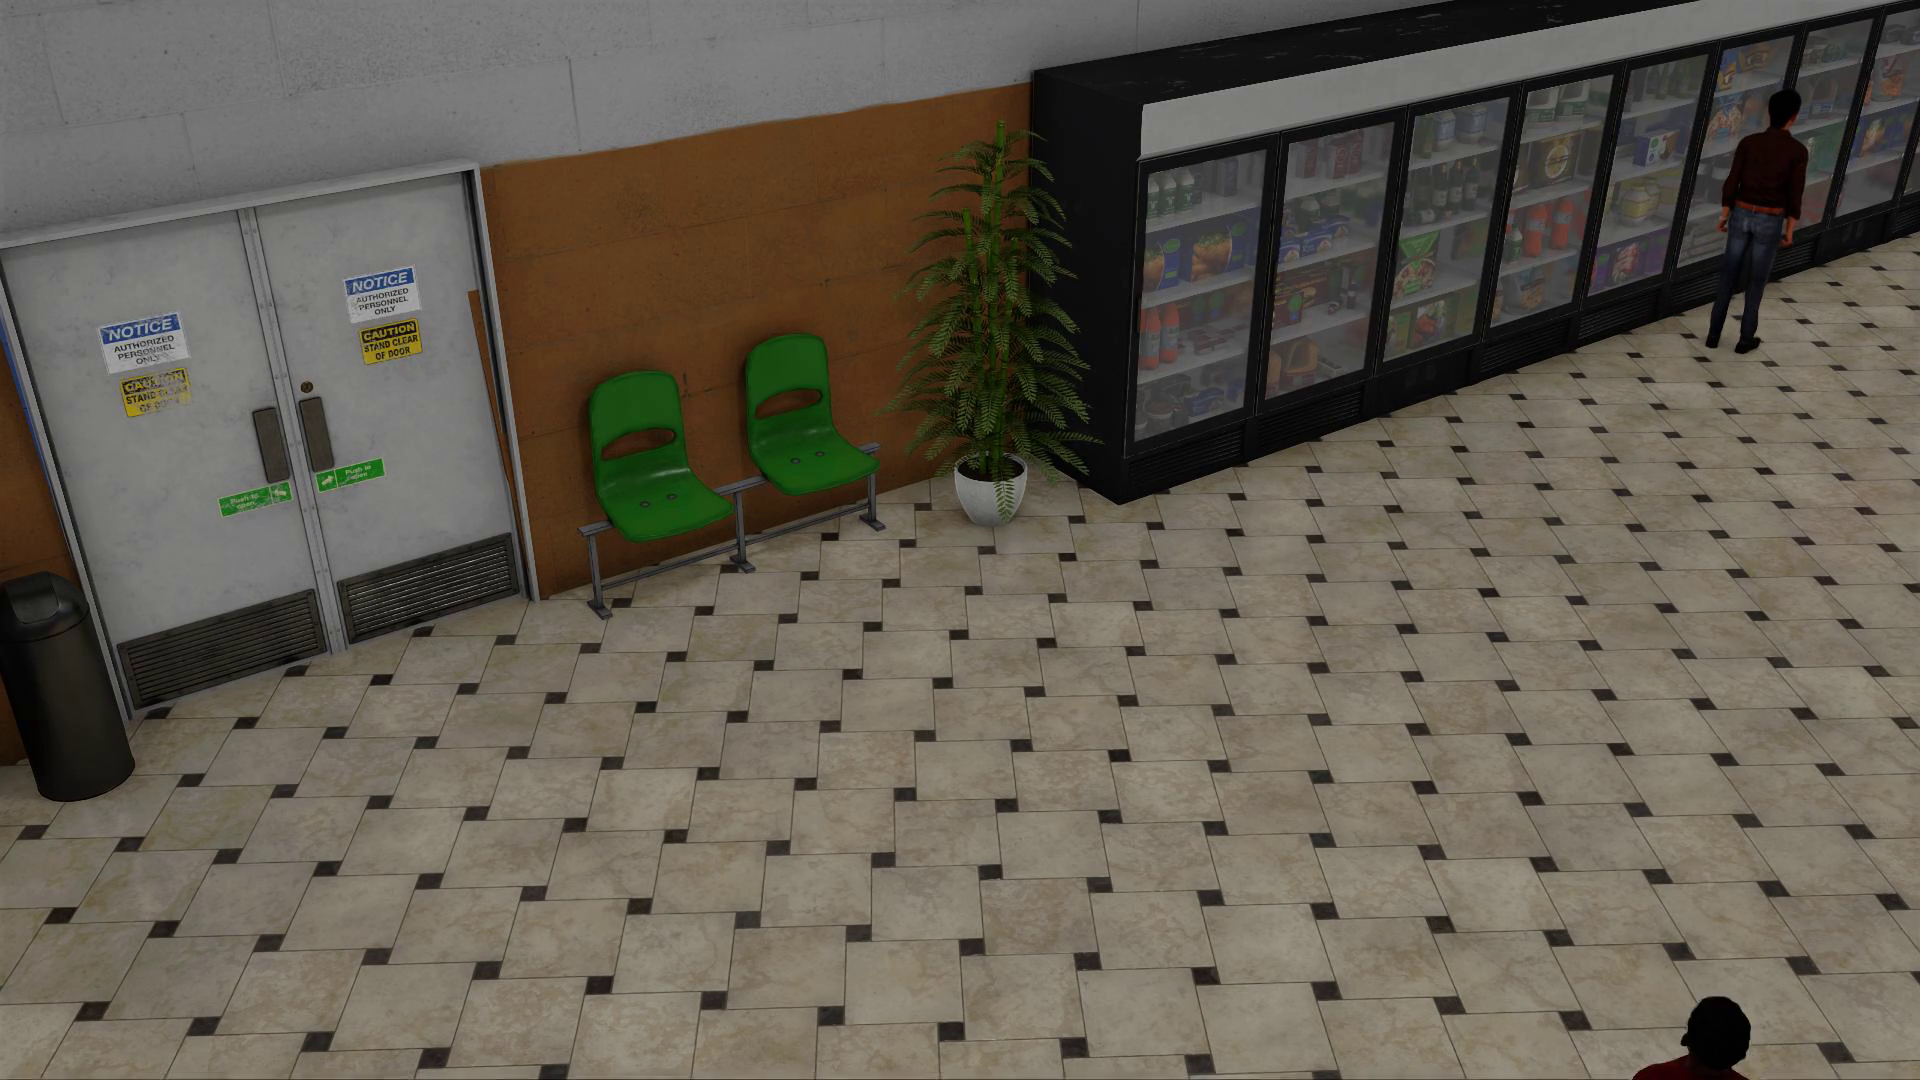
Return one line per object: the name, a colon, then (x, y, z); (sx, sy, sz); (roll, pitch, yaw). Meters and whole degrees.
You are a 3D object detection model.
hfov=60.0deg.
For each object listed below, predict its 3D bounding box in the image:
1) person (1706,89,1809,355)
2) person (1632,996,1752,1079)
person: (5.391, -2.149, 11.261); (0.560, 1.779, 0.766); (21, 35, 33)
person: (2.001, 1.805, 4.589); (0.678, 1.235, 0.737); (5, 29, 10)
